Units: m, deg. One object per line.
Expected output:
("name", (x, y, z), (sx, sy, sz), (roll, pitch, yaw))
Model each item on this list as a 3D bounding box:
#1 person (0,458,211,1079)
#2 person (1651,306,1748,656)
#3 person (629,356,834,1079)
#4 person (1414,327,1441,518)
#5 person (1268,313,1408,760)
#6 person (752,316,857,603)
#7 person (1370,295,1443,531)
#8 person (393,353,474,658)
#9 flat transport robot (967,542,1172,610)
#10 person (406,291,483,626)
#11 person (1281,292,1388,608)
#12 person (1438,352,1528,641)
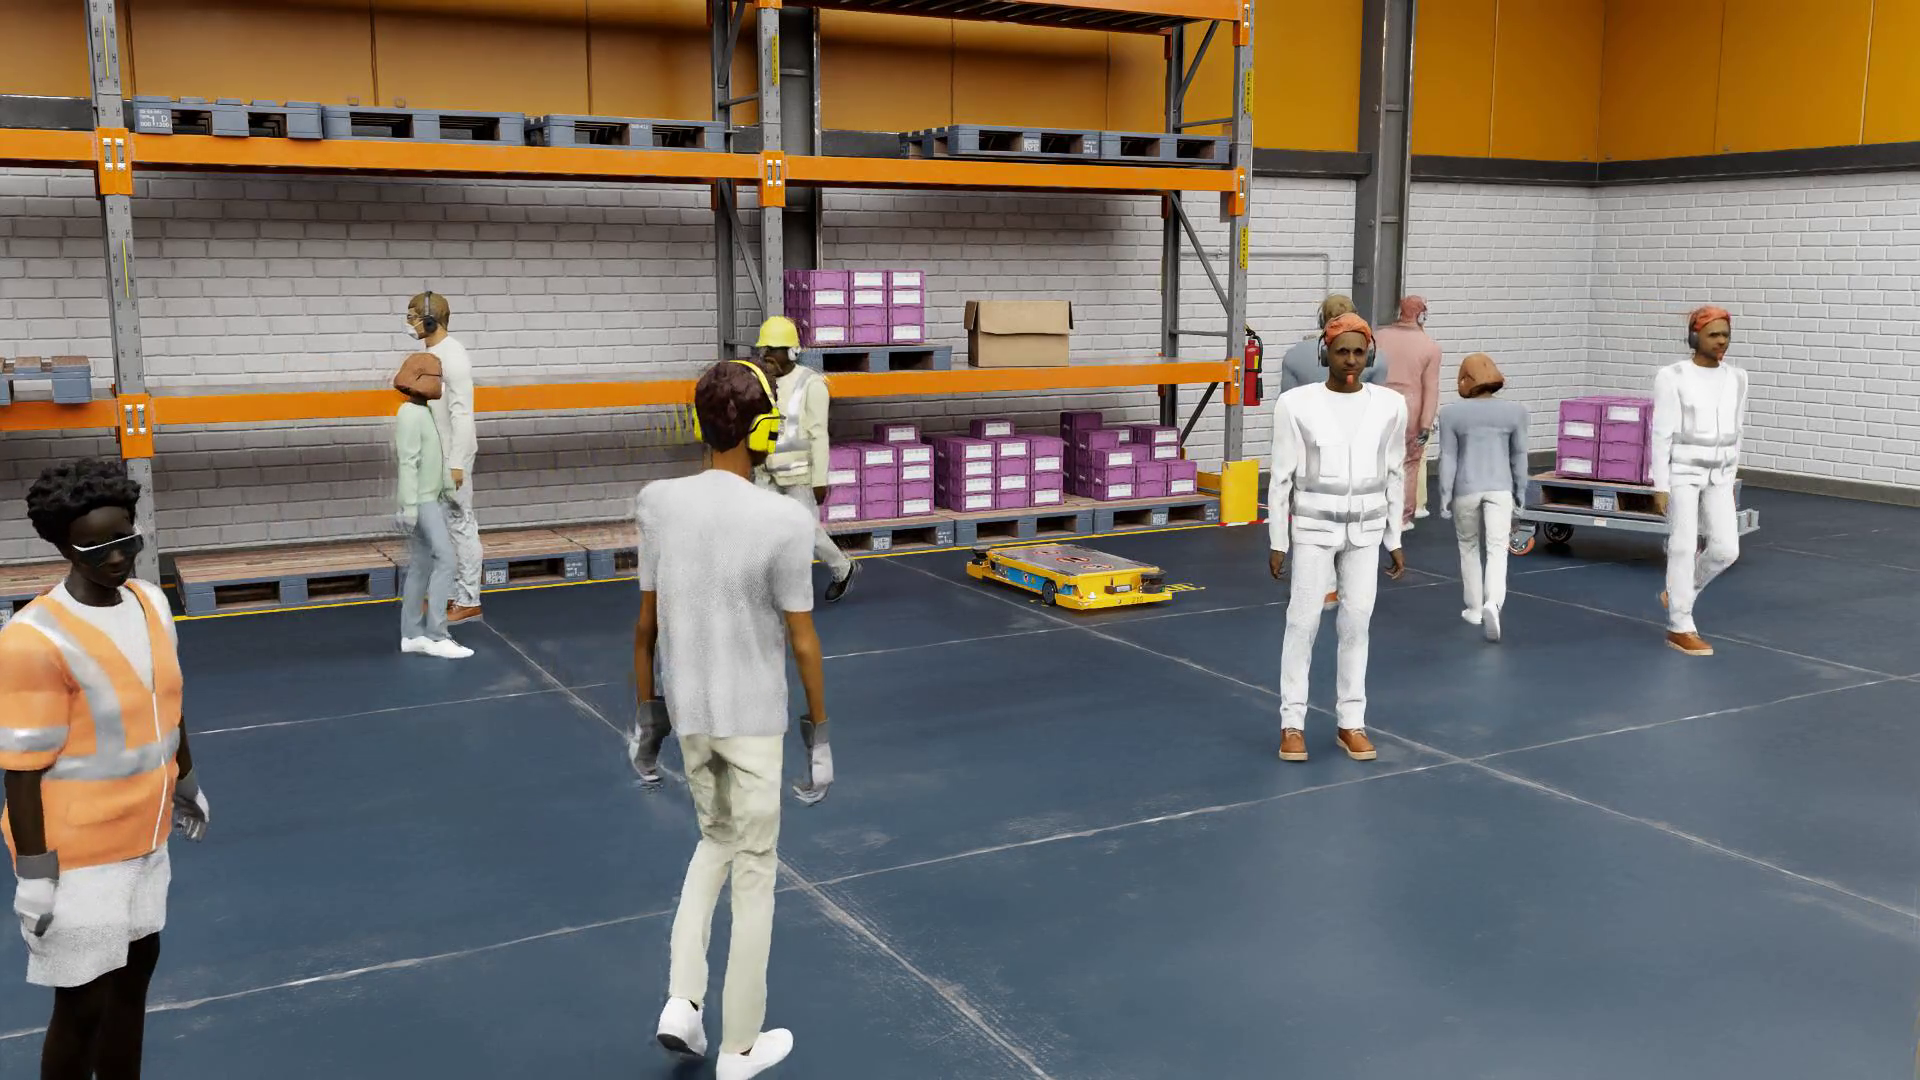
("person", (-1.864, 0.646, 3.645), (0.343, 1.683, 0.620), (1, 9, 5))
("person", (3.948, -0.320, 8.951), (0.580, 1.869, 0.476), (-2, 9, -11))
("person", (-0.571, 0.466, 4.214), (0.547, 1.852, 0.392), (4, 10, 23))
("person", (3.712, -0.996, 13.774), (0.500, 1.636, 0.285), (3, 10, 18))
("person", (1.580, -0.005, 6.980), (0.584, 1.883, 0.337), (-1, 9, -4))
("person", (-0.952, -0.423, 9.812), (0.593, 1.804, 0.794), (6, 11, 34))
("person", (3.373, -0.954, 12.846), (0.653, 1.874, 0.744), (5, 11, 30))
("person", (-2.813, -0.189, 8.893), (0.485, 1.616, 0.518), (-1, 9, -9))
("flat transport robot", (0.667, 0.207, 10.595), (0.652, 0.197, 1.431), (-5, 11, -28))
("person", (-3.000, -0.472, 9.677), (0.374, 1.936, 0.628), (-6, 11, -33))
("person", (2.308, -0.554, 10.240), (0.649, 1.915, 0.664), (4, 10, 24))
("person", (2.959, -0.262, 9.411), (0.503, 1.600, 0.780), (2, 9, 11))
